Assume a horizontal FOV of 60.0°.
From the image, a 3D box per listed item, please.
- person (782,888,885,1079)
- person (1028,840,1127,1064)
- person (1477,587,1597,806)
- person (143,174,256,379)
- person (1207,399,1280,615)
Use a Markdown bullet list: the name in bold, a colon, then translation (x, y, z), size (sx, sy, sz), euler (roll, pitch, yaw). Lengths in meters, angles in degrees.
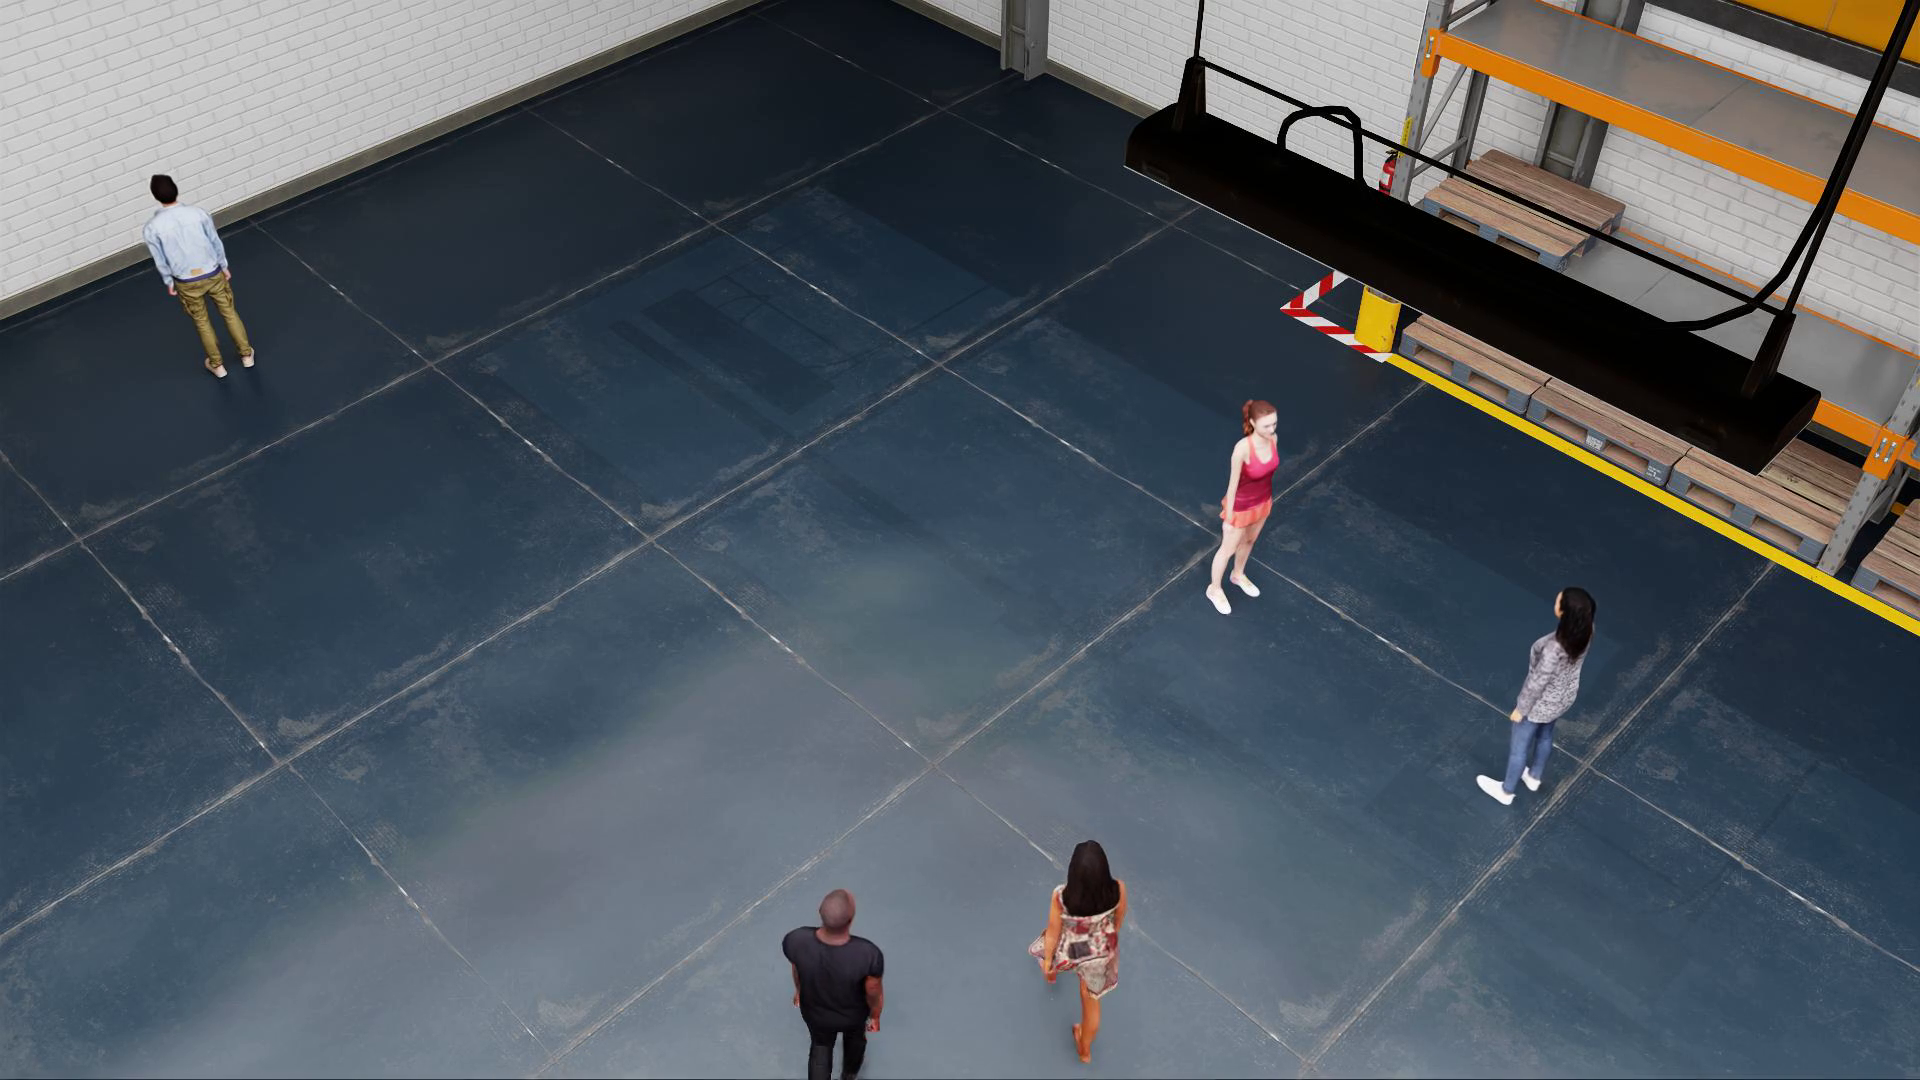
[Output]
- **person**: translation (-0.651, 2.450, 8.453), size (1.083, 1.797, 1.086), euler (6, 44, 6)
- **person**: translation (0.667, 2.230, 8.813), size (0.974, 1.618, 1.097), euler (-8, 44, -8)
- **person**: translation (3.558, 0.953, 10.071), size (0.644, 1.732, 0.580), euler (-27, 50, -26)
- **person**: translation (-6.059, -2.105, 13.223), size (0.719, 1.812, 0.633), euler (-25, 49, -24)
- **person**: translation (1.962, -0.253, 11.323), size (0.588, 1.751, 0.551), euler (-28, 50, -26)
